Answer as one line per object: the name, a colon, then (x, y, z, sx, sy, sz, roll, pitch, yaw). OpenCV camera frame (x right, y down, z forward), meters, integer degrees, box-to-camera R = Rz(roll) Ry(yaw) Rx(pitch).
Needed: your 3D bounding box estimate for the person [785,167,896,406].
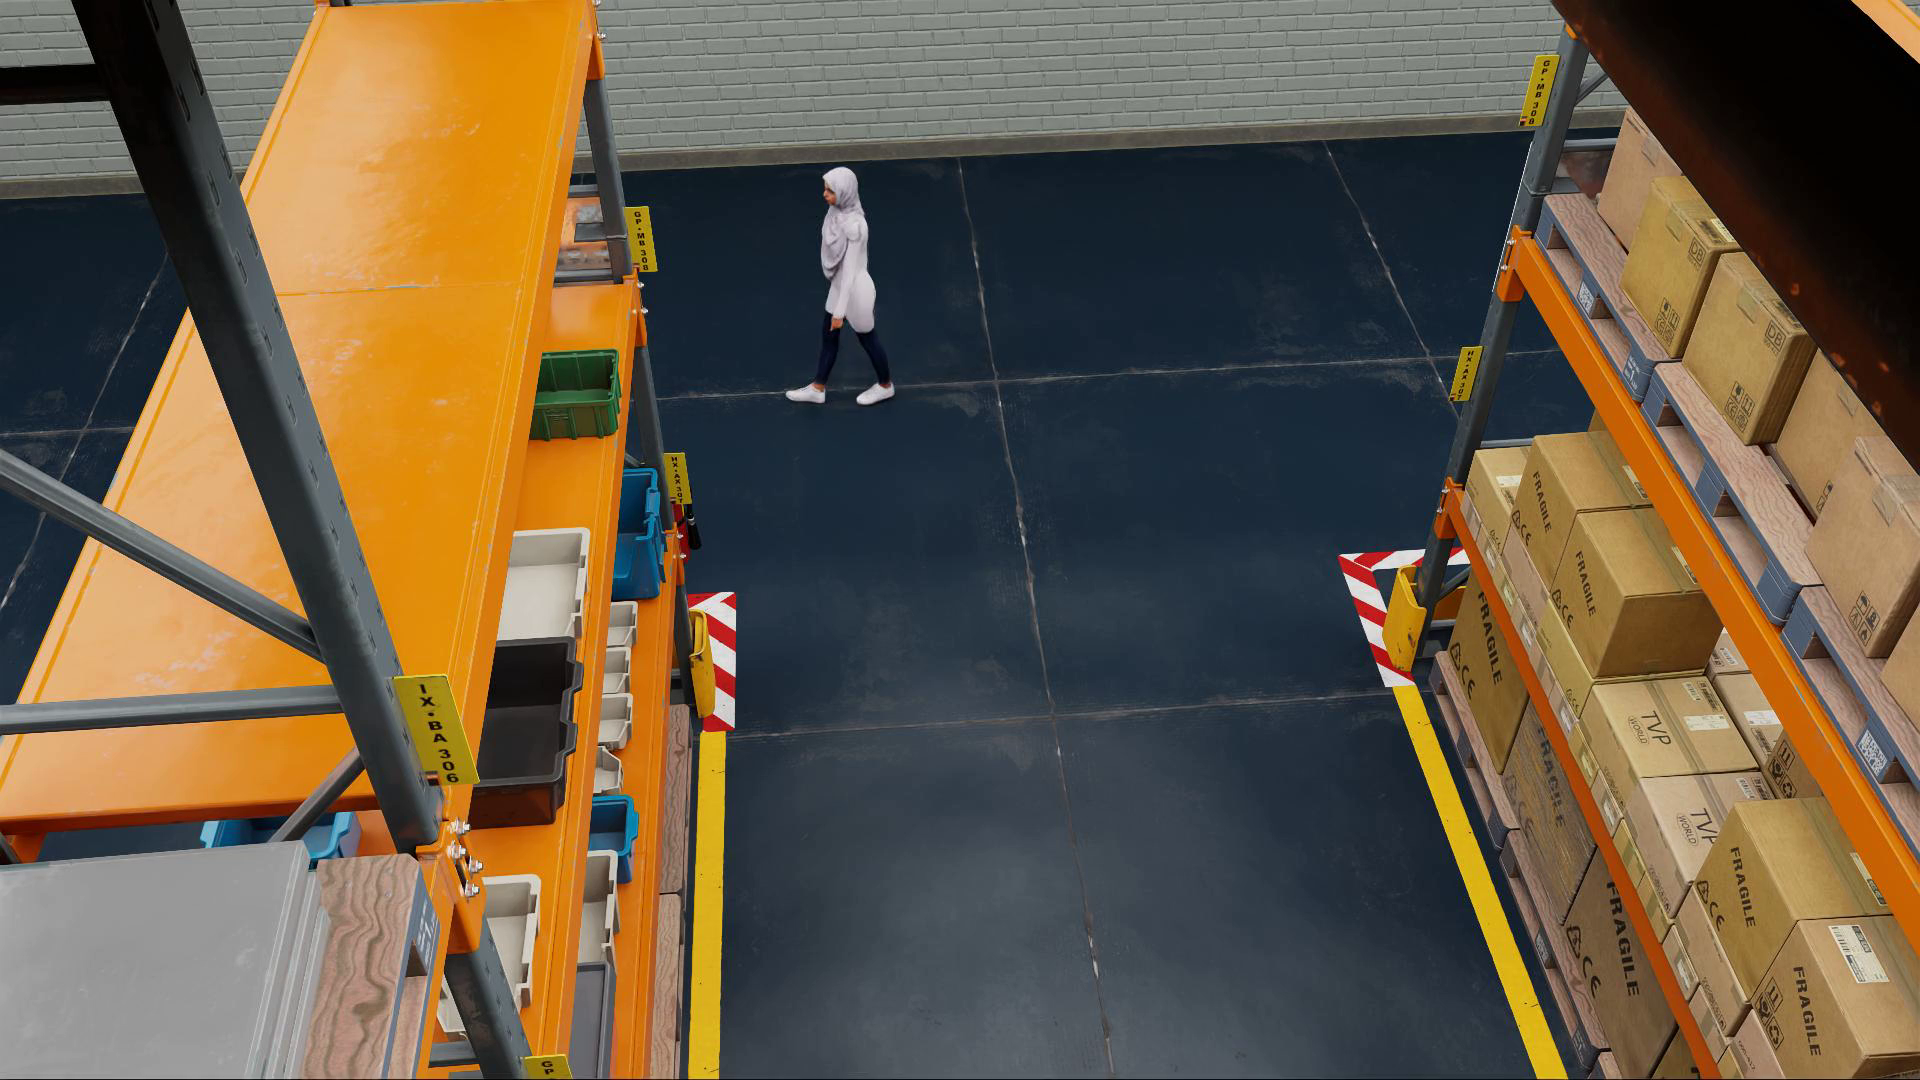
person: (-0.593, -1.576, 10.505, 0.841, 1.755, 0.959, -13, 45, -14)
